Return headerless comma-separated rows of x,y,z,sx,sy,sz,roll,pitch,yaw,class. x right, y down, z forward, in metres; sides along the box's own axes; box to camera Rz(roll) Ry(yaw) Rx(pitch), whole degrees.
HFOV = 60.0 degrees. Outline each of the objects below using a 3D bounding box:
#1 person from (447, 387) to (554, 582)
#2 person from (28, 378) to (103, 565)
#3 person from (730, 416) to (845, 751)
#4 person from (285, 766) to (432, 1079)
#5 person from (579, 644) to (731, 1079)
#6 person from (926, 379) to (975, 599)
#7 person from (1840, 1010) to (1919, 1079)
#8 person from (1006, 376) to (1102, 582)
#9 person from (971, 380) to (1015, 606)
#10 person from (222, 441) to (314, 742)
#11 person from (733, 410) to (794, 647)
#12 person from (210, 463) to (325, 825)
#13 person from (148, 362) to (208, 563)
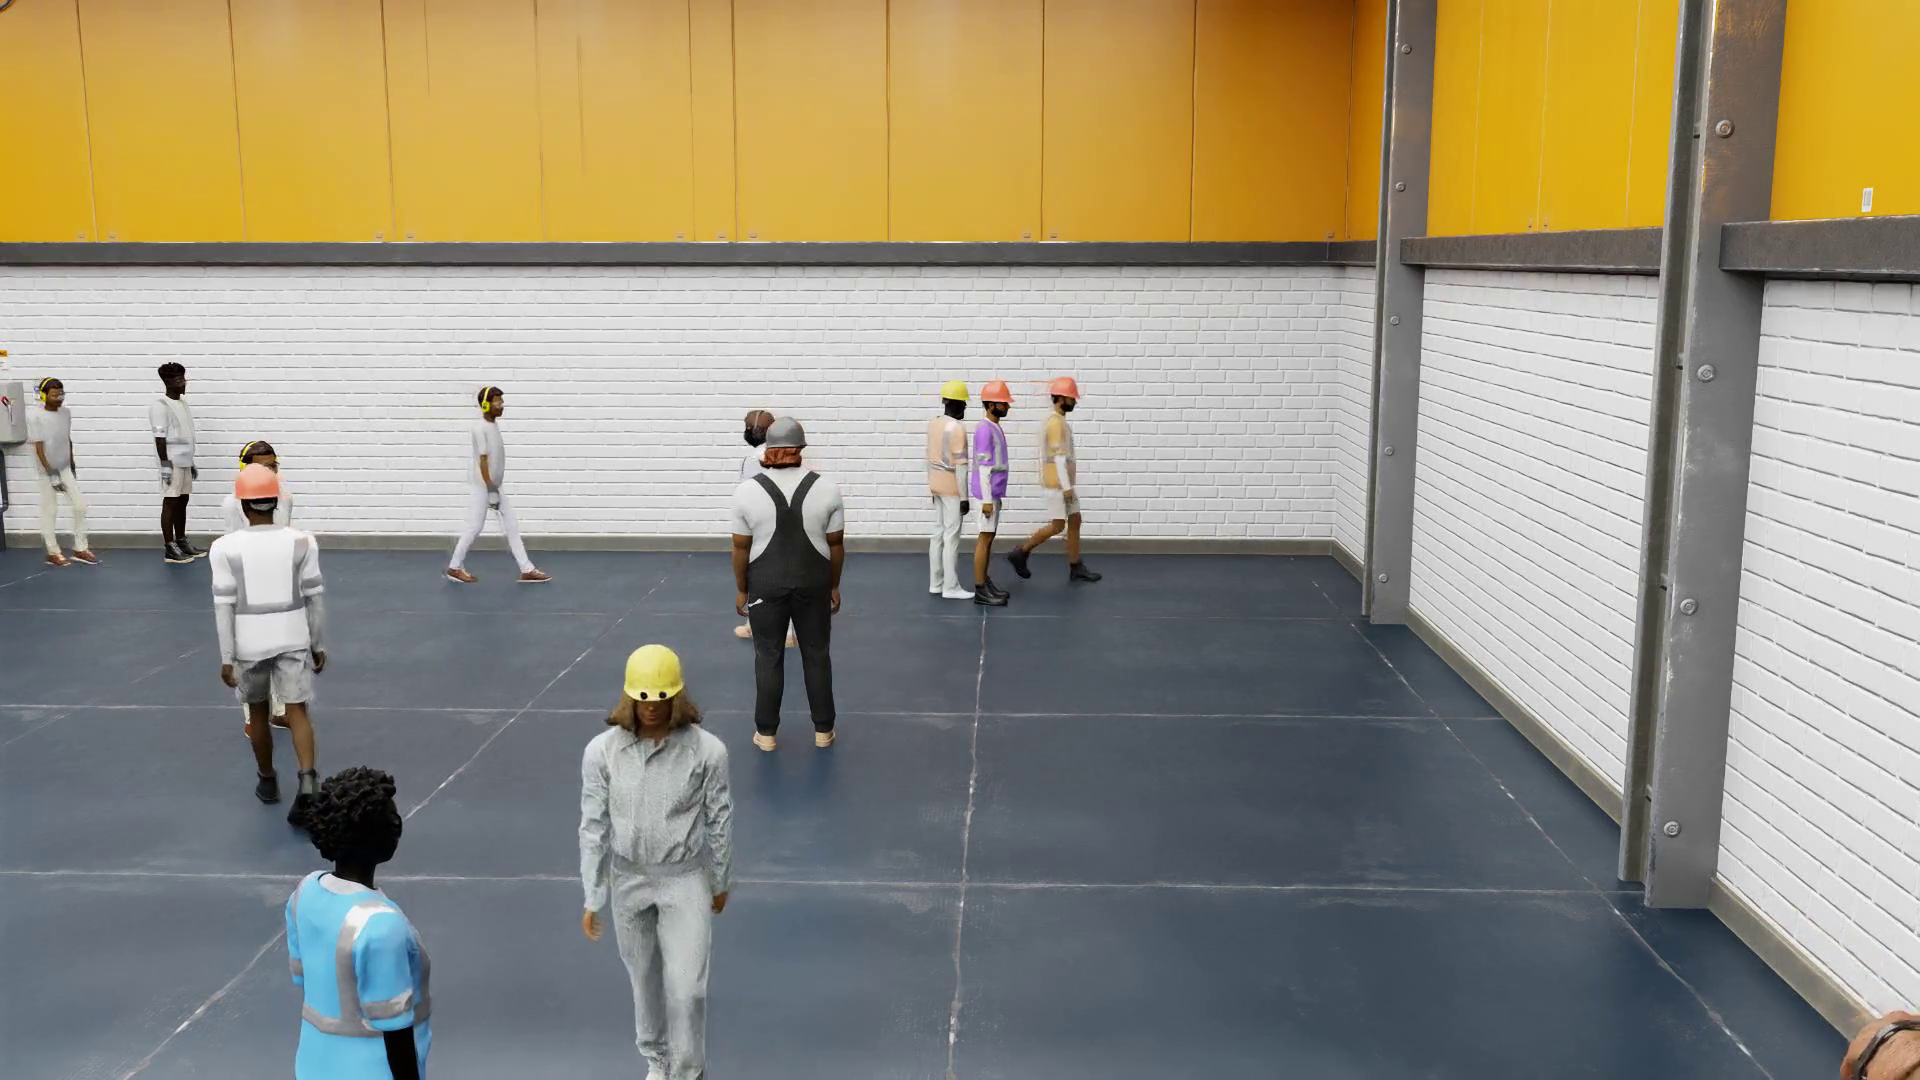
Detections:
-4.282,-0.491,15.186,1.001,1.818,0.536,1,10,7,person
-8.646,-0.644,16.002,0.682,1.833,0.537,4,11,23,person
-1.053,0.257,10.137,0.684,2.000,0.536,-2,10,-10,person
-1.540,1.418,4.337,0.530,1.697,0.321,10,14,44,person
-1.028,1.192,5.606,0.486,1.720,0.743,1,10,3,person
-0.071,-0.445,14.585,0.386,1.922,0.594,-5,11,-28,person
1.769,1.657,3.226,0.525,1.600,0.837,-1,10,-5,person
0.857,-0.547,15.224,0.813,1.910,0.561,2,10,9,person
0.288,-0.410,14.339,0.379,1.937,0.547,2,10,9,person
-4.296,0.308,10.336,0.313,1.869,0.538,5,11,26,person
-1.579,-0.088,12.774,0.710,1.818,0.651,3,10,16,person
-3.652,0.547,8.844,0.548,1.912,0.897,-6,11,-30,person
-7.700,-0.765,16.350,0.368,1.961,0.600,0,10,0,person
